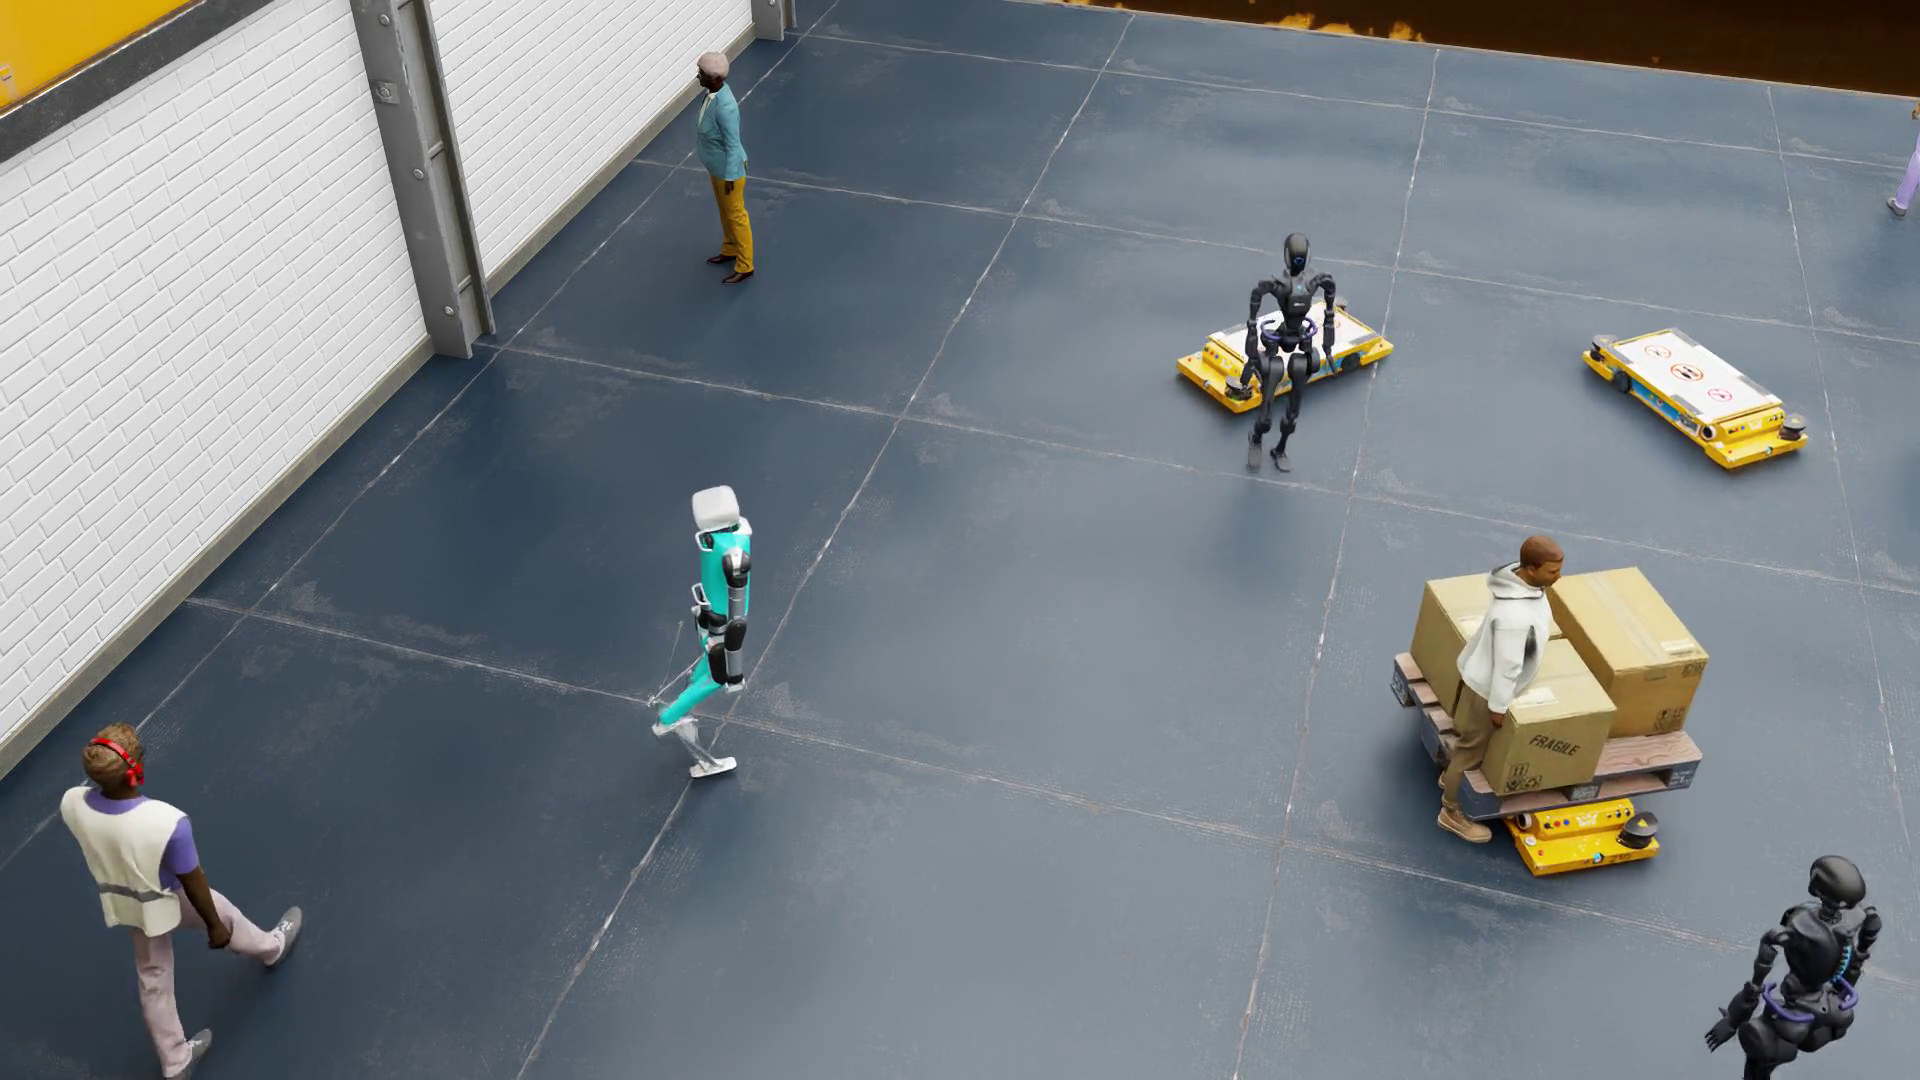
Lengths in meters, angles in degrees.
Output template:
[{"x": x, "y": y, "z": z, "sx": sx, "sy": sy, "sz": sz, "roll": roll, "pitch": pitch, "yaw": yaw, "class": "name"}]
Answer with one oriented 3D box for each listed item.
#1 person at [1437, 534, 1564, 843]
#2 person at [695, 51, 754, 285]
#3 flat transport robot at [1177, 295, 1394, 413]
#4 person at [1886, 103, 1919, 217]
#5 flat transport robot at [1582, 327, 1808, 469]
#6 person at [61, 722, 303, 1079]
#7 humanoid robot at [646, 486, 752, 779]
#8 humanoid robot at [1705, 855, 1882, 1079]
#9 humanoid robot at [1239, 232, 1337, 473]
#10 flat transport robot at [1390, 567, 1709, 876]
[{"x": 2.551, "y": 0.677, "z": 7.966, "sx": 0.366, "sy": 1.766, "sz": 0.523, "roll": 11, "pitch": 40, "yaw": 14, "class": "person"}, {"x": -1.748, "y": -2.737, "z": 12.224, "sx": 0.342, "sy": 1.754, "sz": 0.520, "roll": -15, "pitch": 41, "yaw": -18, "class": "person"}, {"x": 2.288, "y": -1.319, "z": 11.645, "sx": 1.431, "sy": 0.231, "sz": 0.659, "roll": -21, "pitch": 43, "yaw": -24, "class": "flat transport robot"}, {"x": 7.734, "y": -3.364, "z": 12.930, "sx": 0.565, "sy": 1.846, "sz": 0.390, "roll": 11, "pitch": 40, "yaw": 13, "class": "person"}, {"x": 4.954, "y": -1.003, "z": 11.252, "sx": 0.659, "sy": 0.231, "sz": 1.431, "roll": -15, "pitch": 41, "yaw": -18, "class": "flat transport robot"}, {"x": -3.303, "y": 1.436, "z": 6.995, "sx": 0.586, "sy": 1.788, "sz": 0.954, "roll": 8, "pitch": 39, "yaw": 10, "class": "person"}, {"x": -1.329, "y": 0.600, "z": 8.177, "sx": 0.725, "sy": 1.899, "sz": 0.540, "roll": -13, "pitch": 41, "yaw": -15, "class": "humanoid robot"}, {"x": 3.296, "y": 1.891, "z": 6.546, "sx": 0.584, "sy": 1.656, "sz": 0.447, "roll": -11, "pitch": 40, "yaw": -13, "class": "humanoid robot"}, {"x": 2.053, "y": -1.153, "z": 10.315, "sx": 0.610, "sy": 1.652, "sz": 0.332, "roll": -5, "pitch": 39, "yaw": -6, "class": "humanoid robot"}, {"x": 2.973, "y": 1.100, "z": 8.636, "sx": 0.659, "sy": 0.231, "sz": 1.431, "roll": -7, "pitch": 39, "yaw": -9, "class": "flat transport robot"}]
